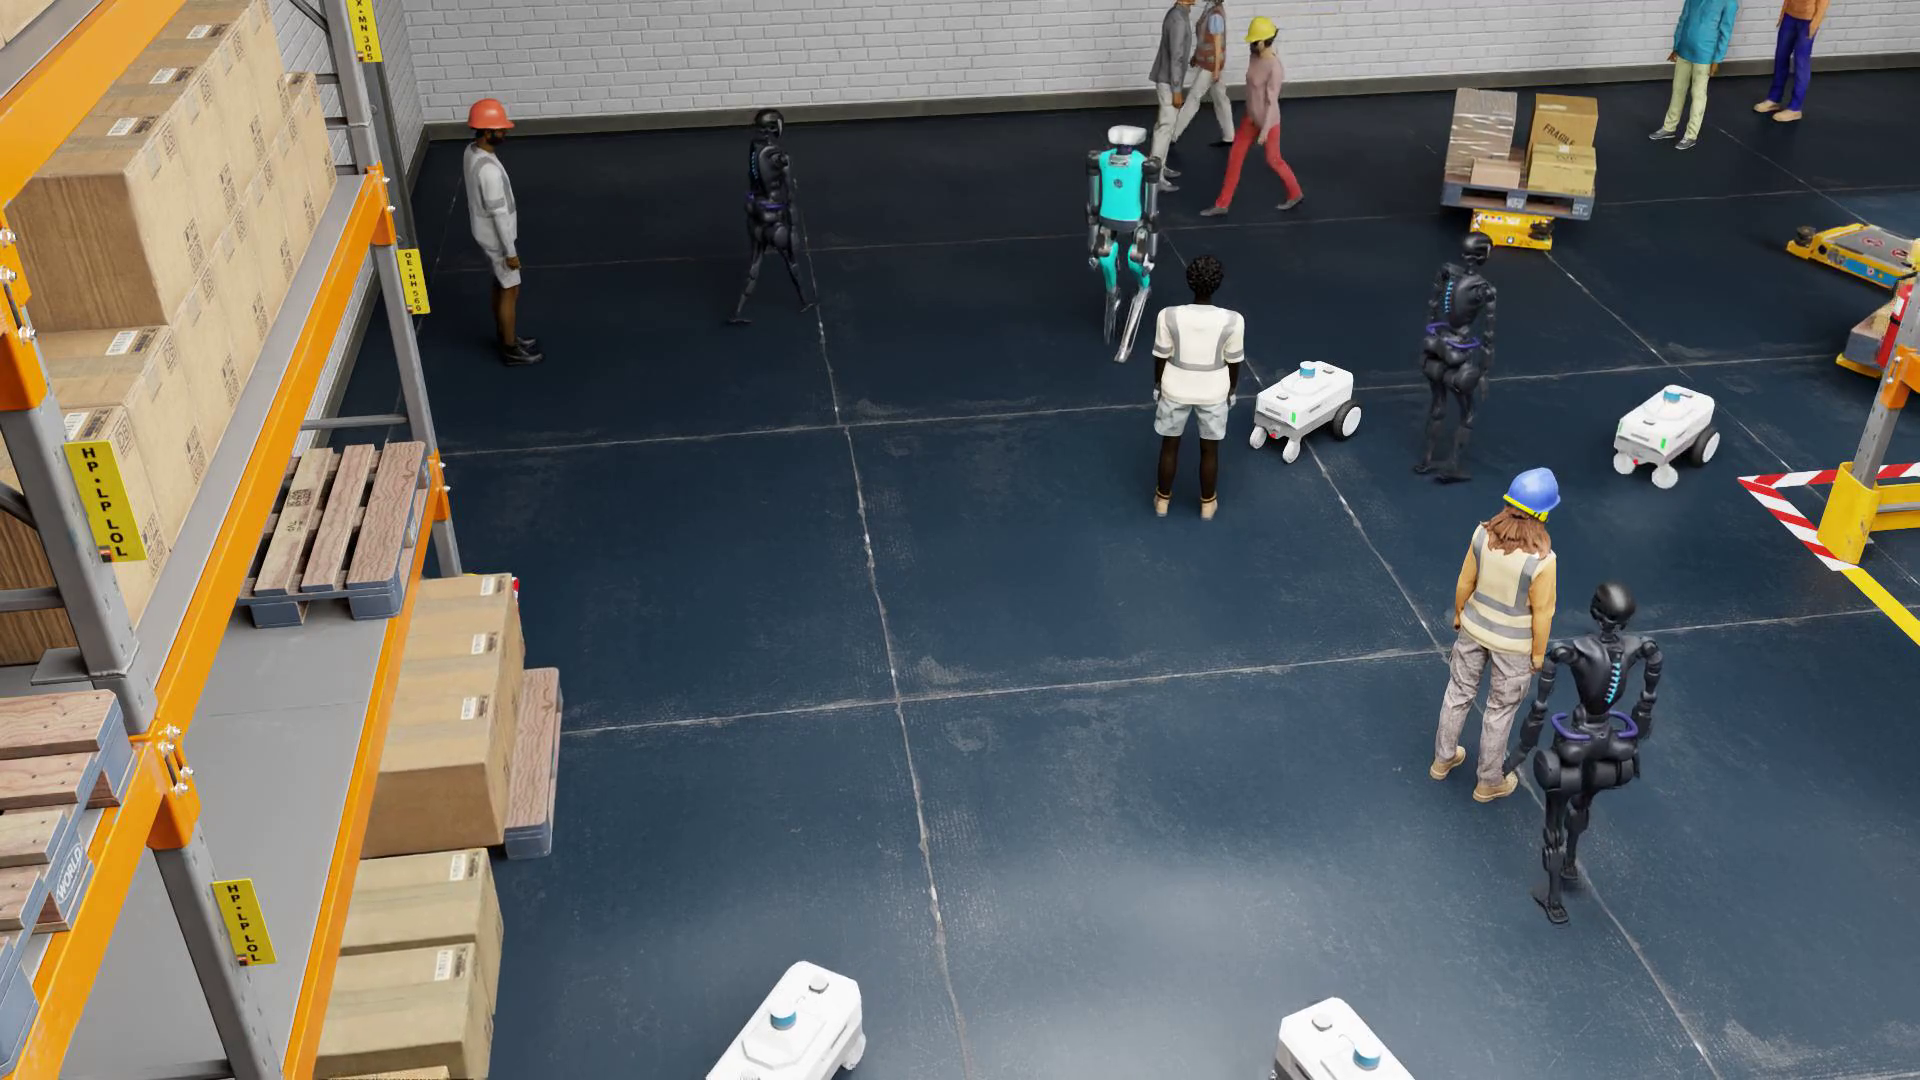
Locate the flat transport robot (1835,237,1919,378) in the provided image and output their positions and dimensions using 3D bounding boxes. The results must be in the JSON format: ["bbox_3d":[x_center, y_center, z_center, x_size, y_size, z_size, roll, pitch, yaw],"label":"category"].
[{"bbox_3d":[7.003,-1.170,11.645,0.659,0.231,1.431,-28,42,-36],"label":"flat transport robot"}]

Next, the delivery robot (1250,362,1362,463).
[{"bbox_3d":[2.263,-0.894,10.949,0.774,0.581,0.499,-29,43,-36],"label":"delivery robot"}]

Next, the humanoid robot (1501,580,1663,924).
[{"bbox_3d":[2.688,0.901,7.196,0.600,1.641,0.560,-3,33,-4],"label":"humanoid robot"}]

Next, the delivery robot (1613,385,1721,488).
[{"bbox_3d":[4.544,-0.705,10.688,0.784,0.613,0.522,-28,42,-35],"label":"delivery robot"}]

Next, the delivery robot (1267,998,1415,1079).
[{"bbox_3d":[1.525,2.147,6.319,0.499,0.614,0.818,-15,36,-22],"label":"delivery robot"}]

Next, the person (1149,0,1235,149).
[{"bbox_3d":[2.213,-4.407,15.333,0.851,1.638,0.474,2,33,4],"label":"person"}]

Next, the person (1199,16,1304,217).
[{"bbox_3d":[2.558,-3.541,13.957,0.919,1.711,0.525,-11,35,-16],"label":"person"}]

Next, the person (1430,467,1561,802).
[{"bbox_3d":[2.533,0.441,7.794,0.316,1.777,0.481,-26,41,-34],"label":"person"}]

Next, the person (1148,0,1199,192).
[{"bbox_3d":[1.846,-4.006,14.519,0.401,1.887,0.553,4,33,6],"label":"person"}]

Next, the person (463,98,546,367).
[{"bbox_3d":[-3.197,-2.133,11.609,0.389,1.927,0.548,-16,36,-23],"label":"person"}]

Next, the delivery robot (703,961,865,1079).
[{"bbox_3d":[-0.684,2.036,6.472,0.499,0.595,0.781,15,36,22],"label":"delivery robot"}]

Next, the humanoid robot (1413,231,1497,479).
[{"bbox_3d":[3.062,-1.140,10.314,0.334,1.657,0.589,-17,37,-24],"label":"humanoid robot"}]

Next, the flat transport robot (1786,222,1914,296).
[{"bbox_3d":[7.408,-2.192,13.211,0.659,0.231,1.431,-17,37,-24],"label":"flat transport robot"}]

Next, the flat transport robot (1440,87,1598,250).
[{"bbox_3d":[4.729,-2.861,14.237,0.659,0.231,1.431,9,34,14],"label":"flat transport robot"}]

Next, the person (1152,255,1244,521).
[{"bbox_3d":[1.397,-0.885,9.908,0.534,1.693,0.319,5,33,7],"label":"person"}]

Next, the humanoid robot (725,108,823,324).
[{"bbox_3d":[-1.418,-2.372,12.262,0.816,1.641,0.584,-24,40,-32],"label":"humanoid robot"}]

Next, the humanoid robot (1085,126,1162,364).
[{"bbox_3d":[1.188,-2.059,11.739,0.542,1.886,0.657,13,35,19],"label":"humanoid robot"}]

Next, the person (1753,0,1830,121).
[{"bbox_3d":[8.133,-5.077,16.078,0.404,1.971,0.517,-10,34,-14],"label":"person"}]

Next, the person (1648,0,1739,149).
[{"bbox_3d":[6.835,-4.533,15.435,0.320,1.754,0.571,-16,36,-23],"label":"person"}]
